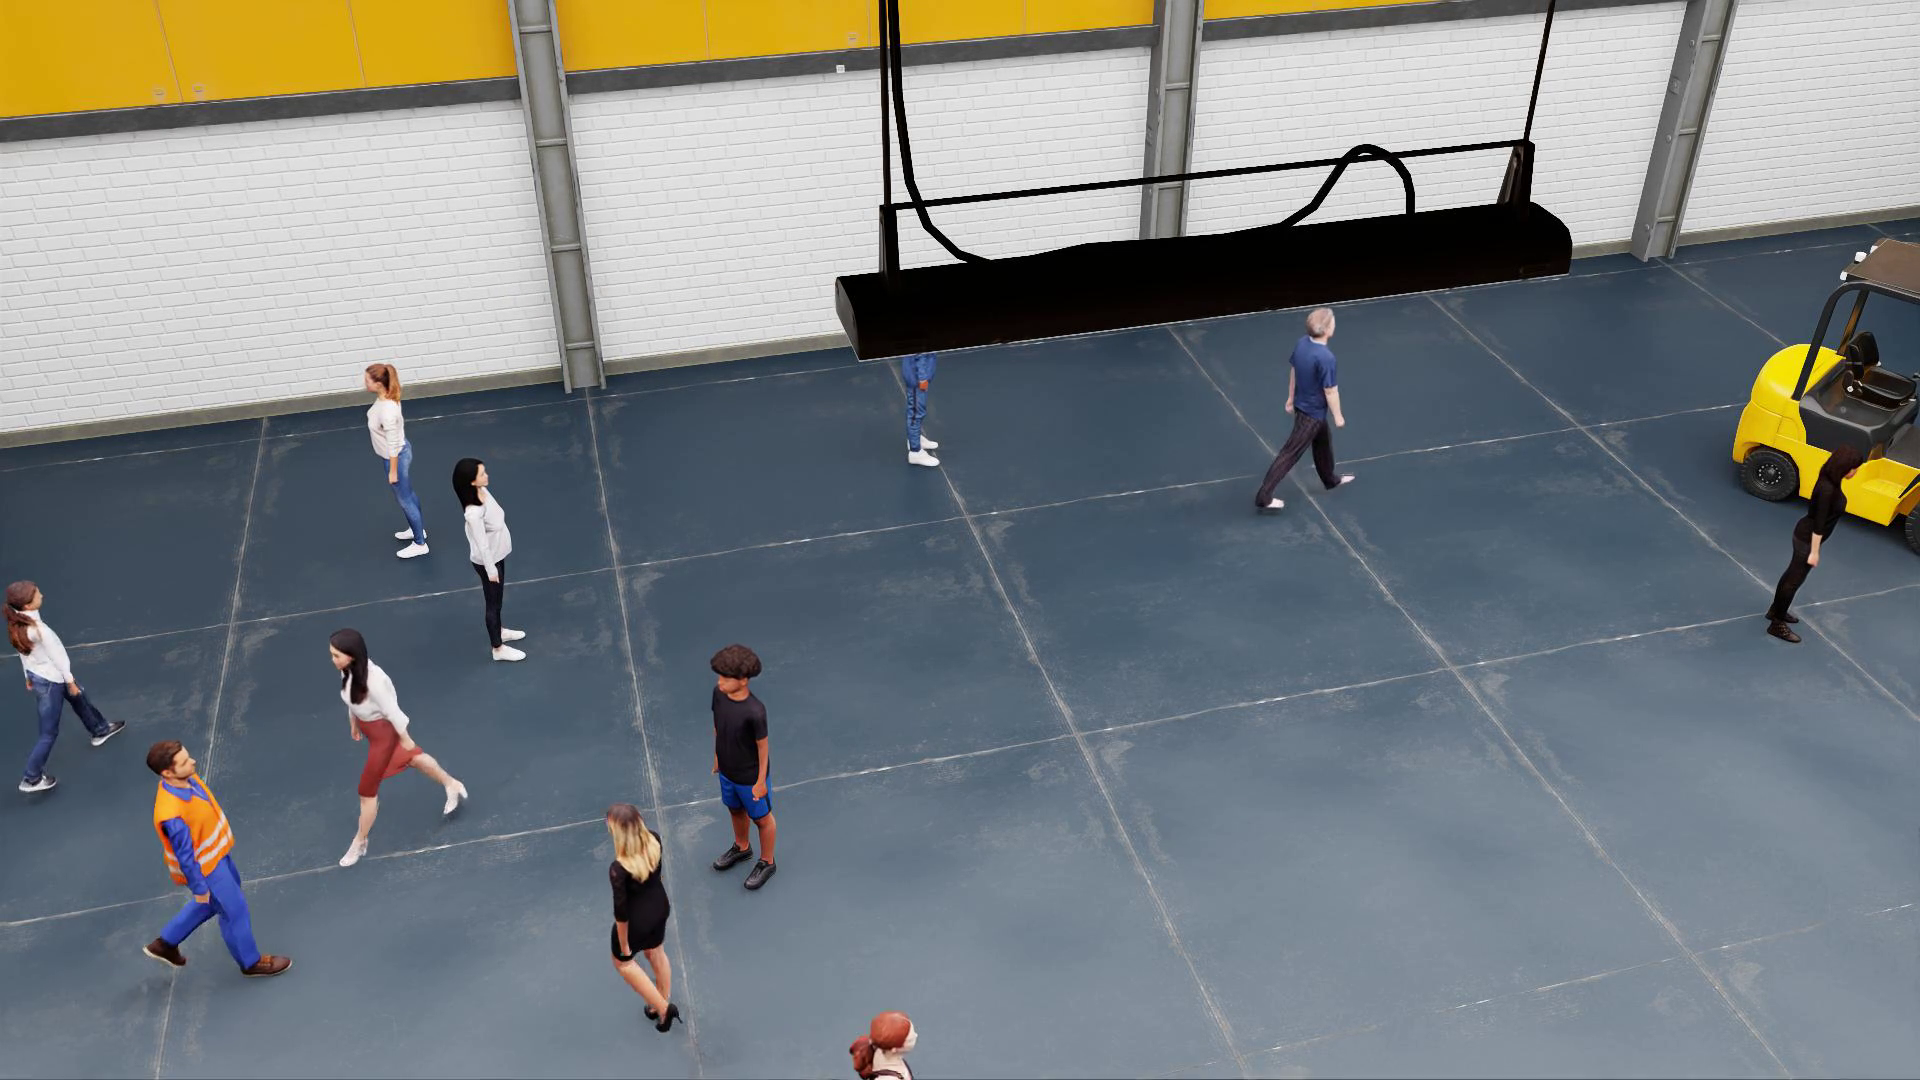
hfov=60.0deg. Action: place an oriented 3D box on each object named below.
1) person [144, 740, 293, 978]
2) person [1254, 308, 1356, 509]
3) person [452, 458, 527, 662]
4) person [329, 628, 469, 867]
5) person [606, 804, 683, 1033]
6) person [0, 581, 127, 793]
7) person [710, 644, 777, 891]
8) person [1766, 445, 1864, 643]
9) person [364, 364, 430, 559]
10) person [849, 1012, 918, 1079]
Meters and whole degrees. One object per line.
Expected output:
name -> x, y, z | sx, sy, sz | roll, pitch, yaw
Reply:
person -> -4.450, 1.874, 9.591 | 1.000, 1.850, 0.725 | -10, 35, -15
person -> 2.867, -1.045, 14.015 | 1.204, 1.814, 0.689 | -7, 34, -11
person -> -3.509, 0.126, 12.356 | 0.553, 1.701, 0.613 | -7, 34, -11
person -> -3.625, 1.246, 10.679 | 1.234, 1.692, 0.971 | -28, 43, -35
person -> -1.718, 2.164, 9.321 | 0.783, 1.667, 0.722 | 19, 38, 26
person -> -6.210, 1.000, 11.209 | 1.015, 1.516, 1.079 | 18, 38, 25
person -> -1.345, 1.390, 10.365 | 0.706, 1.799, 0.746 | 24, 41, 32
person -> 6.438, -0.009, 12.615 | 0.701, 1.639, 0.655 | 15, 37, 22
person -> -4.579, -0.663, 13.525 | 0.524, 1.720, 0.605 | -9, 35, -14
person -> -0.410, 2.960, 8.056 | 1.209, 1.742, 0.594 | -9, 35, -13
